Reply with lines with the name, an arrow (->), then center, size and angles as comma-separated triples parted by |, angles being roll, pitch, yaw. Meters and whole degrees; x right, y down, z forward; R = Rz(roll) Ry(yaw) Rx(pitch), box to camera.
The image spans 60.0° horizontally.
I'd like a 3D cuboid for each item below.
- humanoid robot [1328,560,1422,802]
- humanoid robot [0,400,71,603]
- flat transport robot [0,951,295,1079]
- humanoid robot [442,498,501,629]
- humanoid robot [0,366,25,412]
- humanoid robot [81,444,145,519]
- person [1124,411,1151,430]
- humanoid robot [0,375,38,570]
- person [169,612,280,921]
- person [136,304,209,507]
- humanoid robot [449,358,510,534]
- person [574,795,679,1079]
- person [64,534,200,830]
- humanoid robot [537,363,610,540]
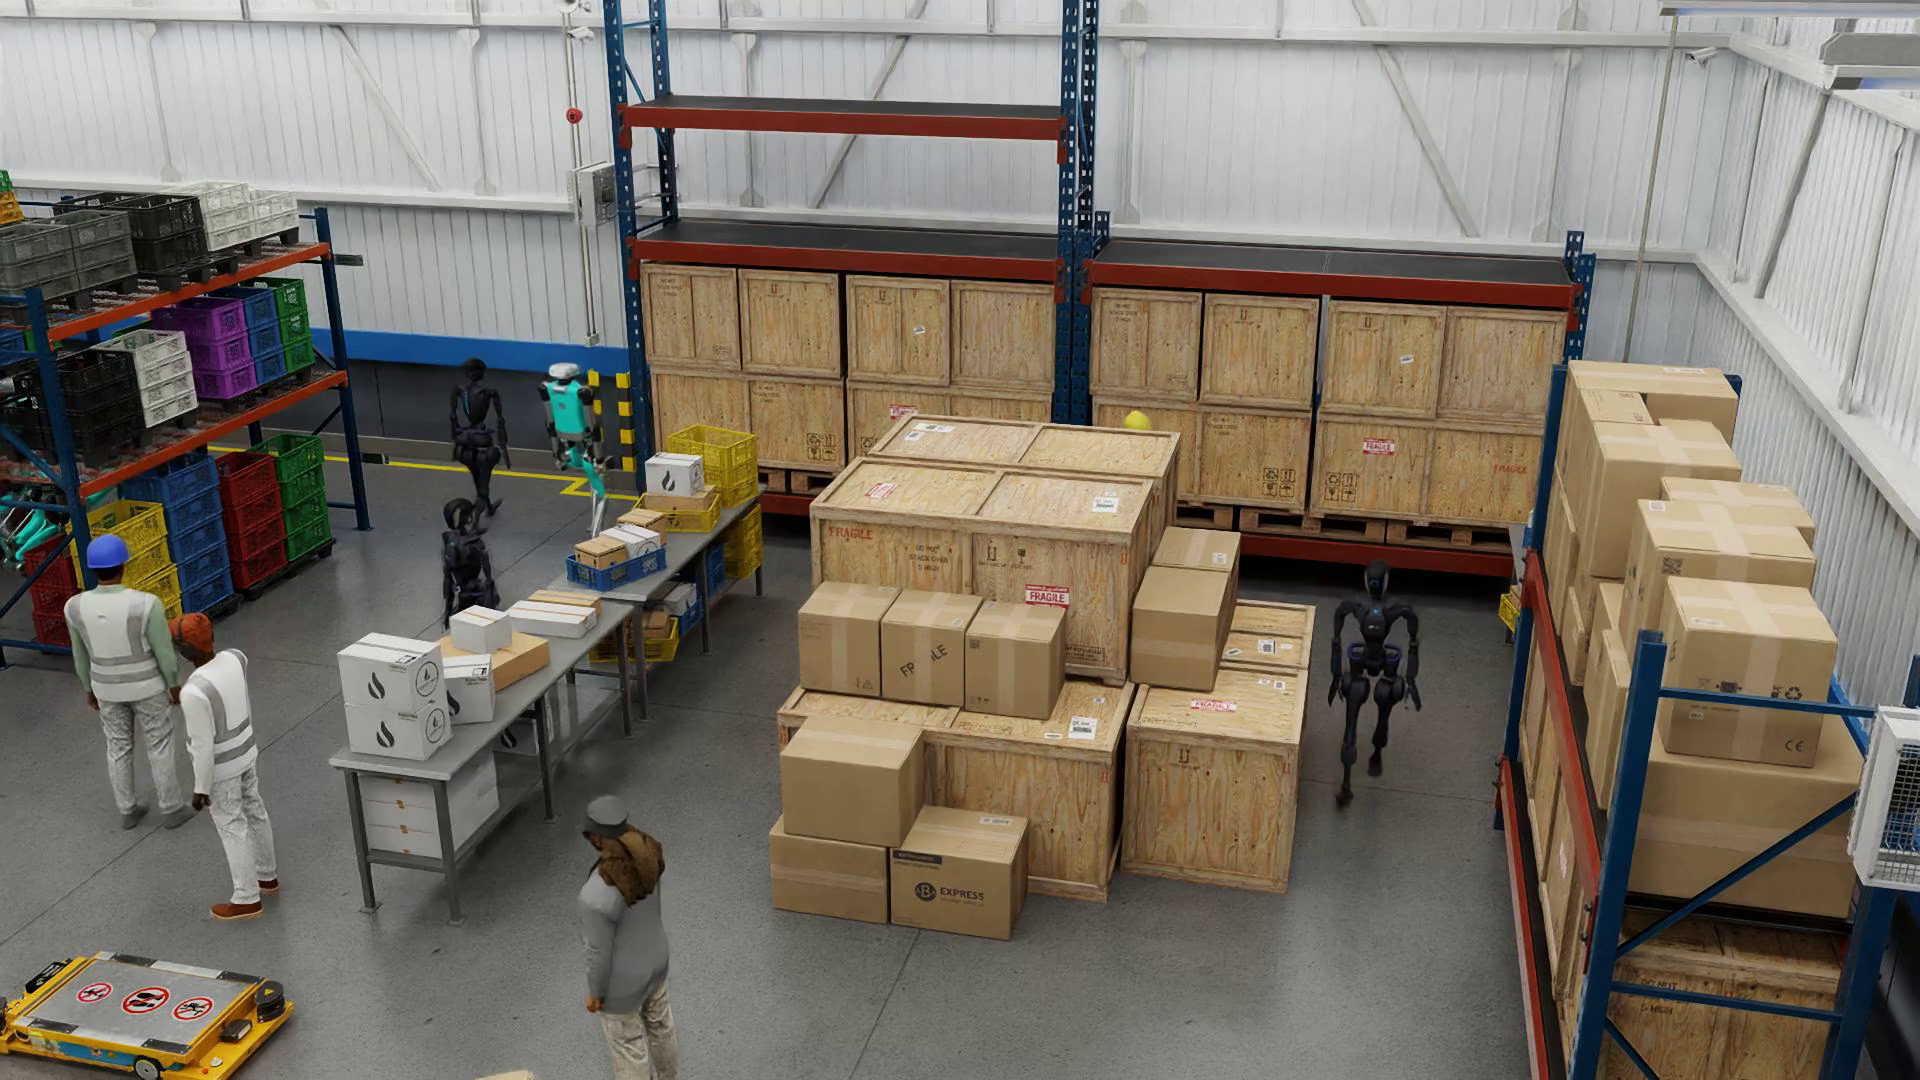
humanoid robot -> 2.703, 0.898, 10.795 | 0.609, 1.624, 0.785 | 6, 22, 14
humanoid robot -> -7.550, -0.251, 13.457 | 0.533, 1.677, 0.735 | 16, 26, 35
flat transport robot -> -4.270, 2.464, 8.601 | 1.431, 0.231, 0.659 | 5, 22, 13
humanoid robot -> -3.442, 0.495, 11.810 | 0.600, 1.654, 0.357 | 17, 26, 37
humanoid robot -> -9.592, -1.440, 16.825 | 0.602, 1.650, 0.331 | 6, 22, 16
humanoid robot -> -7.435, -0.506, 14.398 | 0.532, 1.785, 1.031 | 7, 22, 17
person -> 1.386, -0.132, 13.213 | 0.598, 1.828, 0.403 | -5, 21, -13
humanoid robot -> -8.279, -0.541, 14.396 | 0.776, 1.783, 0.555 | -4, 21, -9
person -> -4.182, 1.273, 9.449 | 0.352, 1.886, 0.573 | 2, 21, 5
person -> -7.528, -1.277, 15.956 | 0.641, 2.013, 0.611 | 14, 25, 31
humanoid robot -> -4.451, -0.896, 15.465 | 0.609, 1.620, 0.774 | 6, 22, 16
person -> -1.552, 1.988, 7.750 | 0.407, 1.761, 0.564 | 8, 22, 21
person -> -5.168, 0.896, 10.370 | 0.612, 1.940, 0.420 | 0, 21, 1
humanoid robot -> -3.376, -0.799, 15.121 | 0.530, 1.789, 0.829 | 7, 22, 18
